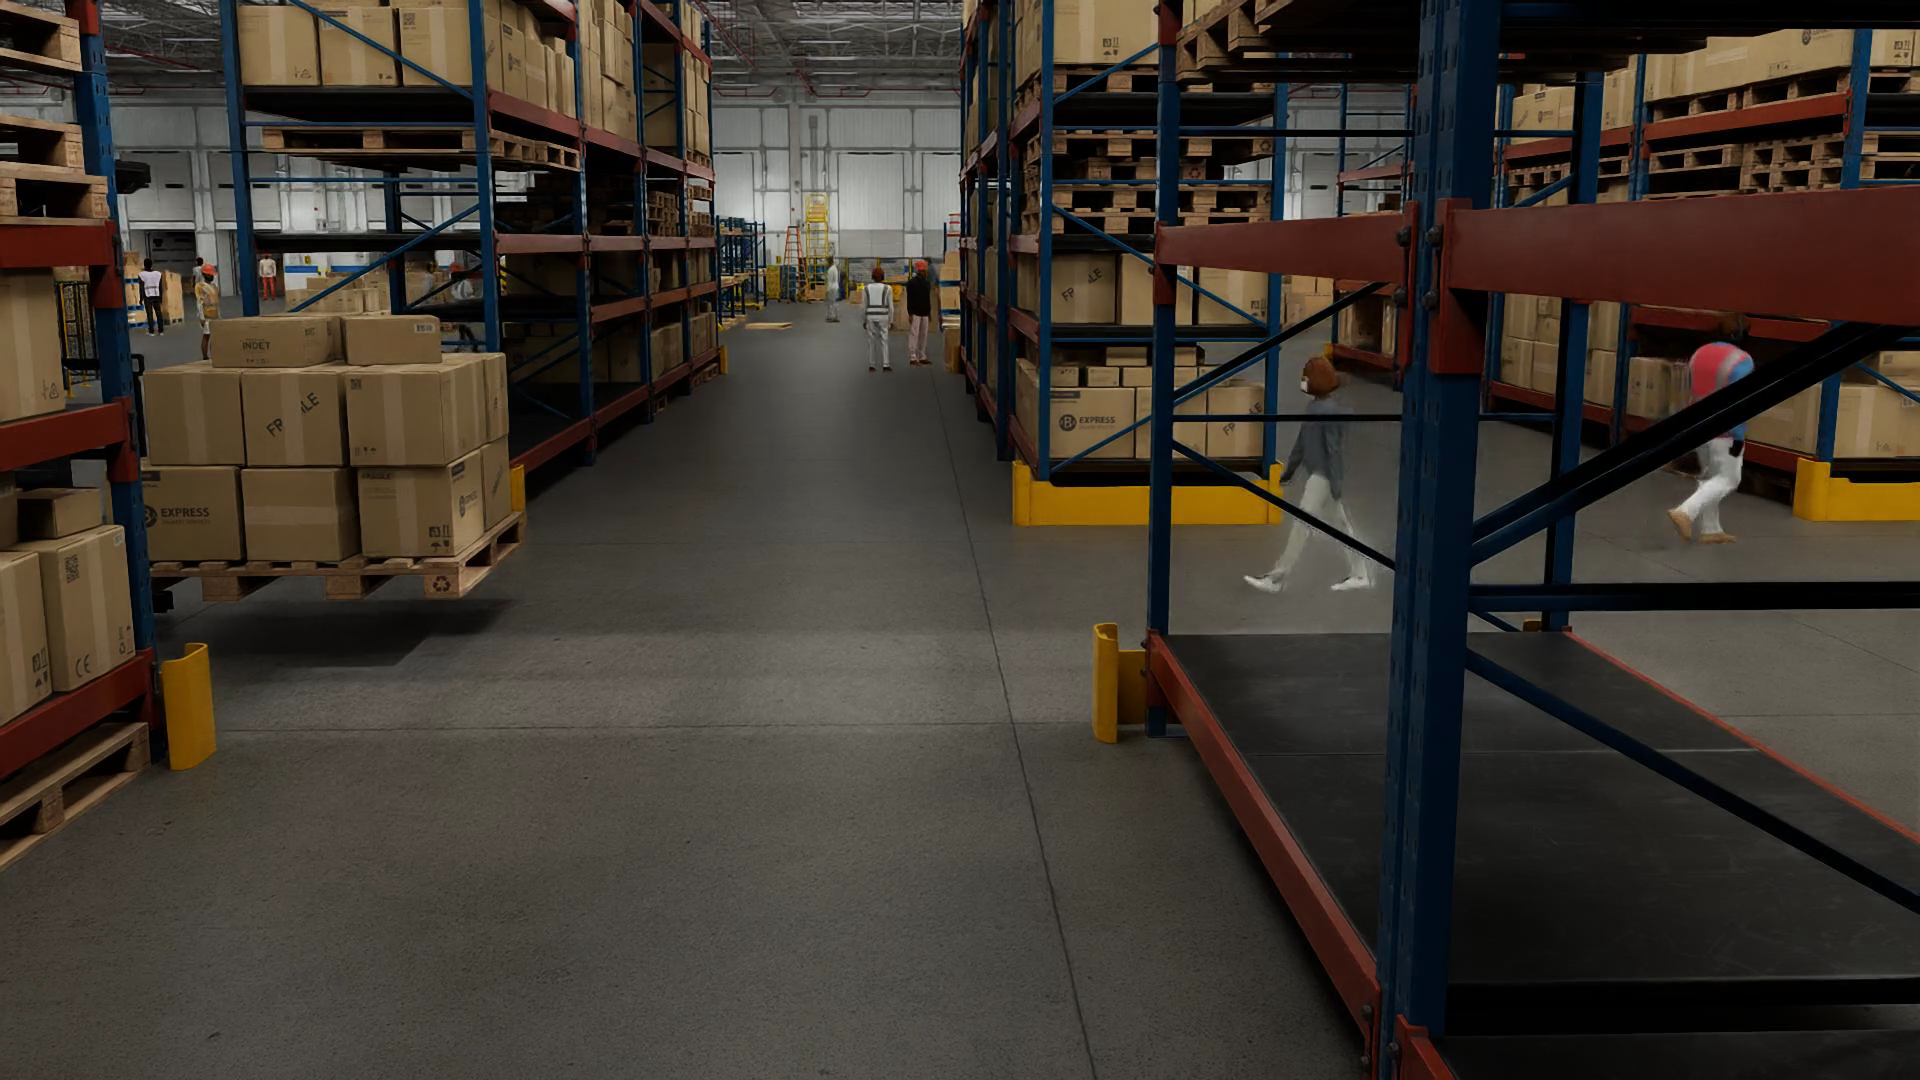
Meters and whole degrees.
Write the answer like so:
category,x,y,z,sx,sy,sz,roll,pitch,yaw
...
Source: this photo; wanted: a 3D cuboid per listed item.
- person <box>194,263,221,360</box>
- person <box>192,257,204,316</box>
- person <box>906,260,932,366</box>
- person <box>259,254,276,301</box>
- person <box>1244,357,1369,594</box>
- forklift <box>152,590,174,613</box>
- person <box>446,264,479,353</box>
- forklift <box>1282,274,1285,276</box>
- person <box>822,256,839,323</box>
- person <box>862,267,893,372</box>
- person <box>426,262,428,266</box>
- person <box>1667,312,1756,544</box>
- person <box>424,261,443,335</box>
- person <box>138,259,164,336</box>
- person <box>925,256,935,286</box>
category,x,y,z,sx,sy,sz,roll,pitch,yaw
person,-13.919,-4.154,30.890,0.355,1.939,0.544,2,10,14
person,-24.000,-8.012,52.633,0.536,1.856,0.364,-7,13,-36
person,-0.752,-4.291,31.494,0.390,1.991,0.624,9,13,40
person,-27.426,-10.467,65.886,0.622,1.996,0.370,-2,10,-11
person,2.364,-0.424,11.097,0.879,1.582,0.510,0,10,1
forklift,-5.858,-0.811,9.639,1.873,2.768,1.129,-1,10,-3
person,-10.078,-4.590,33.454,0.572,1.885,0.936,8,13,38
forklift,12.240,-10.302,62.509,1.129,2.768,1.873,0,10,-2
person,-3.800,-7.223,48.042,0.705,1.916,0.648,0,10,2
person,-1.478,-3.954,29.929,0.575,1.881,0.356,2,10,12
person,-17.923,-8.543,56.074,0.533,1.679,0.598,9,14,41
person,5.746,-0.835,12.733,0.631,1.827,0.639,-2,10,-13
person,-13.174,-6.027,41.560,0.415,1.852,0.546,-8,13,-36
person,-20.250,-6.076,41.648,0.391,1.920,0.587,8,13,37
person,-0.903,-8.220,53.679,0.884,1.898,0.635,-1,10,-5
